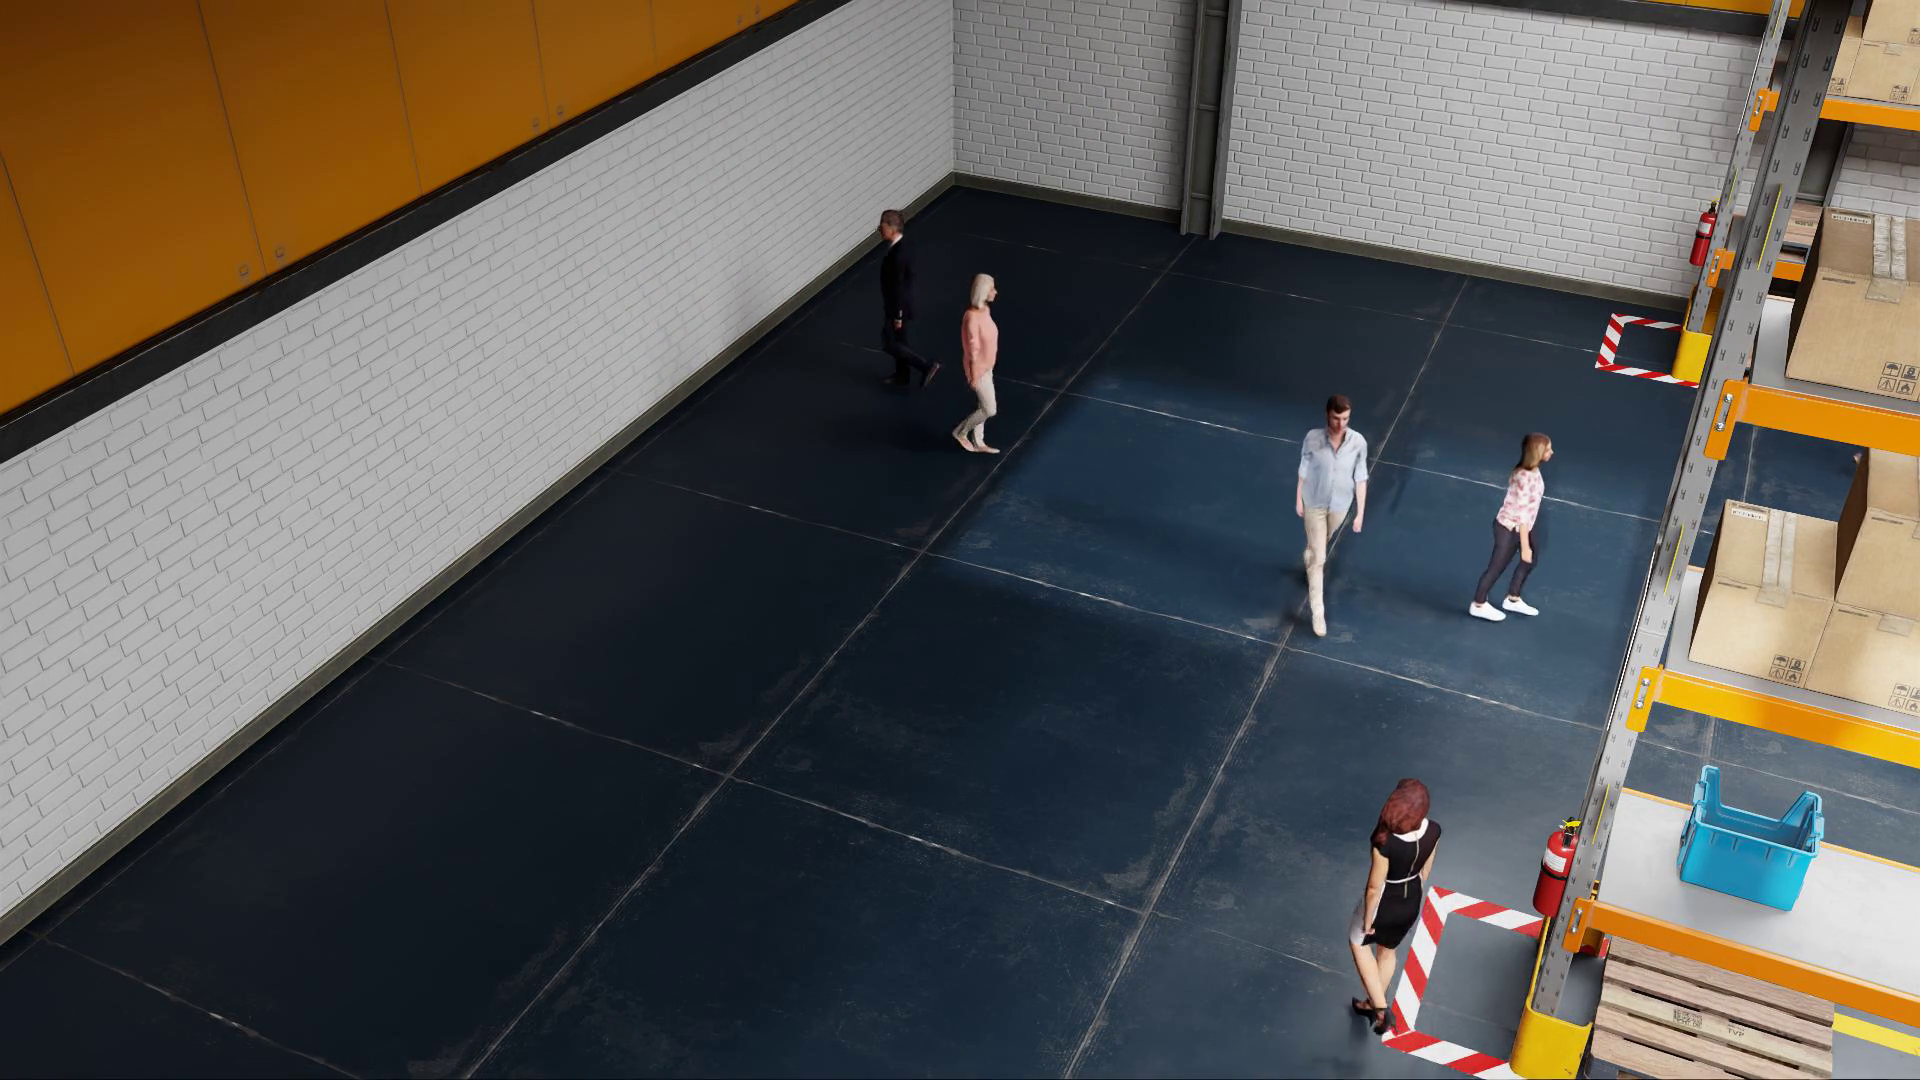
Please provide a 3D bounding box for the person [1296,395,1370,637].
[{"bbox_3d":[2.746,-0.311,12.498,1.275,1.806,1.086,0,34,0],"label":"person"}]

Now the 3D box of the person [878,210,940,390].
[{"bbox_3d":[-0.476,-2.175,15.309,0.947,1.798,0.858,5,34,7],"label":"person"}]

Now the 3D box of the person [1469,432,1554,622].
[{"bbox_3d":[4.027,-0.096,12.347,0.715,1.614,0.600,18,38,25],"label":"person"}]

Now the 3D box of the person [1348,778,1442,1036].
[{"bbox_3d":[2.364,2.045,8.974,0.788,1.784,0.845,-10,35,-15],"label":"person"}]

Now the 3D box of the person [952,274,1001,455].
[{"bbox_3d":[0.092,-1.505,14.372,0.715,1.720,0.679,8,34,11],"label":"person"}]
